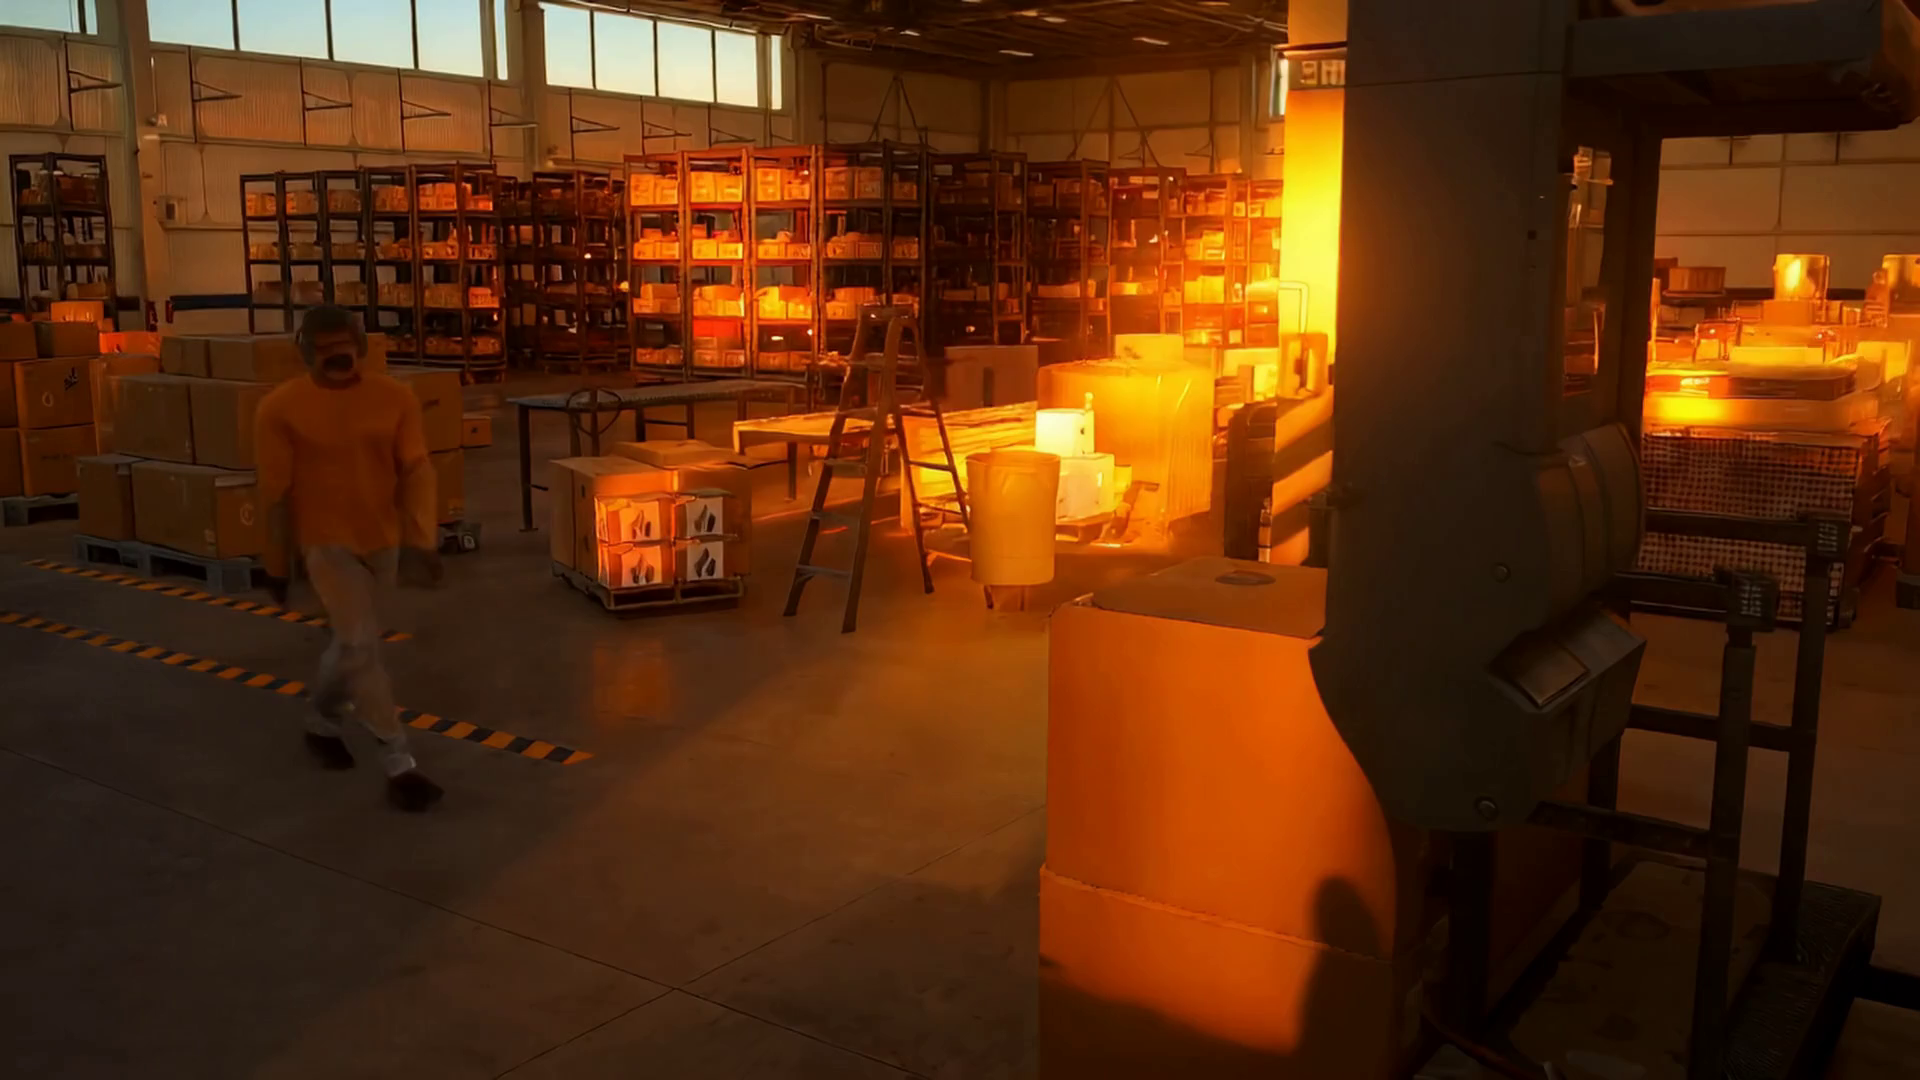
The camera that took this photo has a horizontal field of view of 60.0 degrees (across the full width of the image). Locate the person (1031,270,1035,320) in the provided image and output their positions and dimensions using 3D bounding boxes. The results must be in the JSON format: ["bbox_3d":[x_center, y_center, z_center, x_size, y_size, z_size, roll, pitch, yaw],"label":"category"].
[{"bbox_3d":[1.676,-5.328,38.449,0.594,1.804,0.907,9,13,44],"label":"person"}]

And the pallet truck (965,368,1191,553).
[{"bbox_3d":[0.845,-0.609,11.869,1.630,1.274,0.653,7,12,35],"label":"pallet truck"}]

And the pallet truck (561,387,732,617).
[{"bbox_3d":[-1.981,-0.274,10.088,0.680,1.201,1.601,-5,11,-28],"label":"pallet truck"}]

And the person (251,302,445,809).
[{"bbox_3d":[-2.334,0.037,6.336,1.053,1.878,0.622,8,13,40],"label":"person"}]

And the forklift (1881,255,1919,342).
[{"bbox_3d":[22.089,-5.634,38.796,1.157,1.987,2.680,6,11,33],"label":"forklift"}]

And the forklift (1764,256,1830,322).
[{"bbox_3d":[20.253,-5.854,40.139,1.157,1.987,2.680,7,12,35],"label":"forklift"}]

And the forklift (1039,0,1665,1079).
[{"bbox_3d":[1.249,-0.137,4.360,1.873,2.768,1.129,7,12,35],"label":"forklift"}]

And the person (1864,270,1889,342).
[{"bbox_3d":[19.428,-4.797,35.232,0.403,1.832,0.586,-3,10,-18],"label":"person"}]

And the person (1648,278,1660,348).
[{"bbox_3d":[15.923,-5.423,38.744,0.642,1.905,0.399,1,10,3],"label":"person"}]
